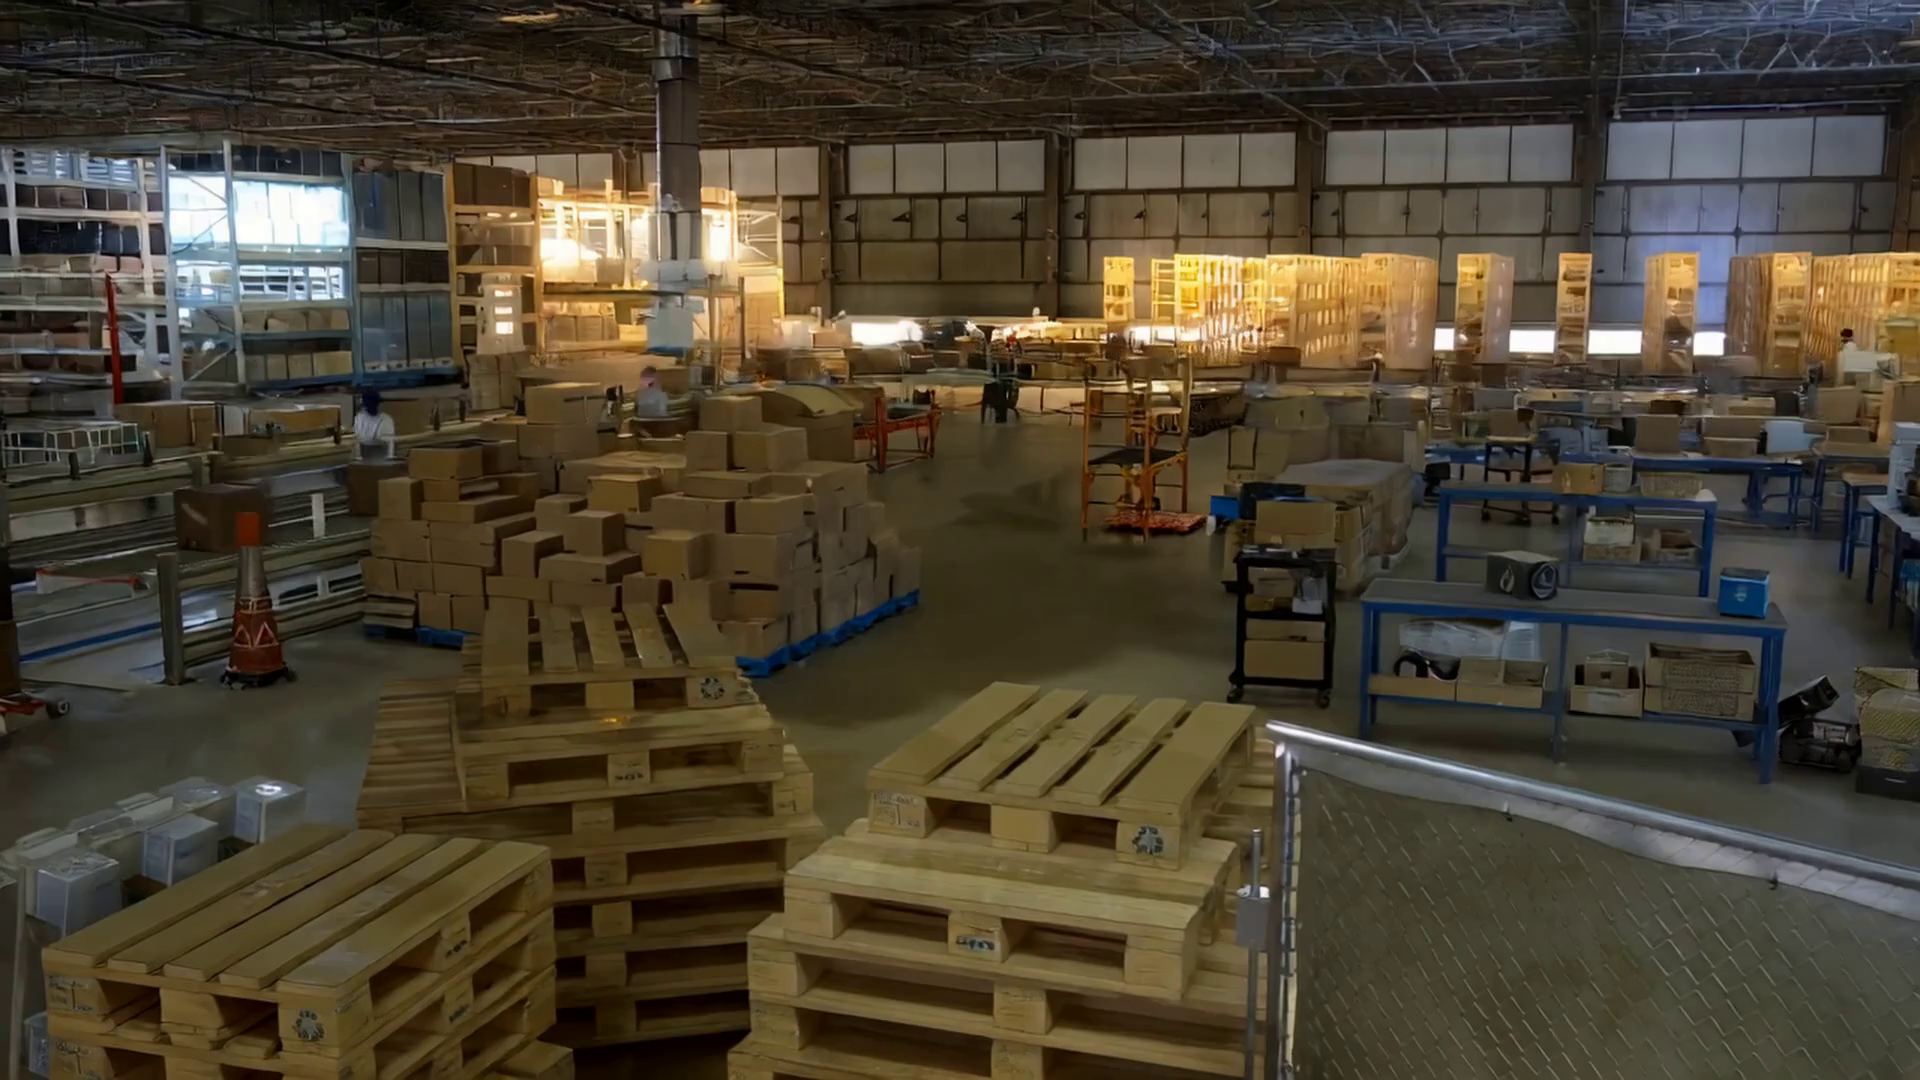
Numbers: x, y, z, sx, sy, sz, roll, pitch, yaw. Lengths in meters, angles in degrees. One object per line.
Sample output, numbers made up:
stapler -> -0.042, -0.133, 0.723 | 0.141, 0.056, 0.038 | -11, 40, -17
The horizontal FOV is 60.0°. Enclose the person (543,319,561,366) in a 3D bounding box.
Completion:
person -> -10.429, -4.674, 42.448 | 0.629, 1.925, 0.427 | 6, 11, 33

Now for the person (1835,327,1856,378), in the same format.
person -> 20.671, -4.076, 39.037 | 0.691, 1.806, 0.620 | 4, 10, 25

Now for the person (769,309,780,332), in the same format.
person -> -6.981, -7.776, 62.399 | 0.523, 1.769, 0.321 | 6, 11, 34

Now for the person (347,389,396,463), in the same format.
person -> -7.118, -0.982, 20.038 | 0.548, 1.656, 0.831 | 4, 10, 22

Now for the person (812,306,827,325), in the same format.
person -> -5.106, -7.569, 60.635 | 0.629, 1.917, 0.503 | -5, 10, -30

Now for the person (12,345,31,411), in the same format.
person -> -19.777, -3.510, 35.302 | 0.824, 1.876, 0.644 | 8, 12, 42

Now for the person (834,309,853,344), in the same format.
person -> -3.771, -6.517, 53.937 | 0.605, 1.953, 1.004 | -1, 9, -6

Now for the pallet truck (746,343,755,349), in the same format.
pallet truck -> -6.183, -4.618, 44.264 | 1.601, 1.201, 0.680 | -9, 12, -43

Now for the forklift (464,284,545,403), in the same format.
forklift -> -10.832, -4.702, 39.610 | 1.129, 2.768, 1.873 | 3, 10, 20

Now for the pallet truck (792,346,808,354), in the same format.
pallet truck -> -3.705, -4.298, 42.022 | 0.653, 1.274, 1.630 | 3, 10, 20

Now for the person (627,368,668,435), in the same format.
person -> -4.467, -1.624, 23.940 | 0.538, 1.718, 0.925 | 5, 10, 27
